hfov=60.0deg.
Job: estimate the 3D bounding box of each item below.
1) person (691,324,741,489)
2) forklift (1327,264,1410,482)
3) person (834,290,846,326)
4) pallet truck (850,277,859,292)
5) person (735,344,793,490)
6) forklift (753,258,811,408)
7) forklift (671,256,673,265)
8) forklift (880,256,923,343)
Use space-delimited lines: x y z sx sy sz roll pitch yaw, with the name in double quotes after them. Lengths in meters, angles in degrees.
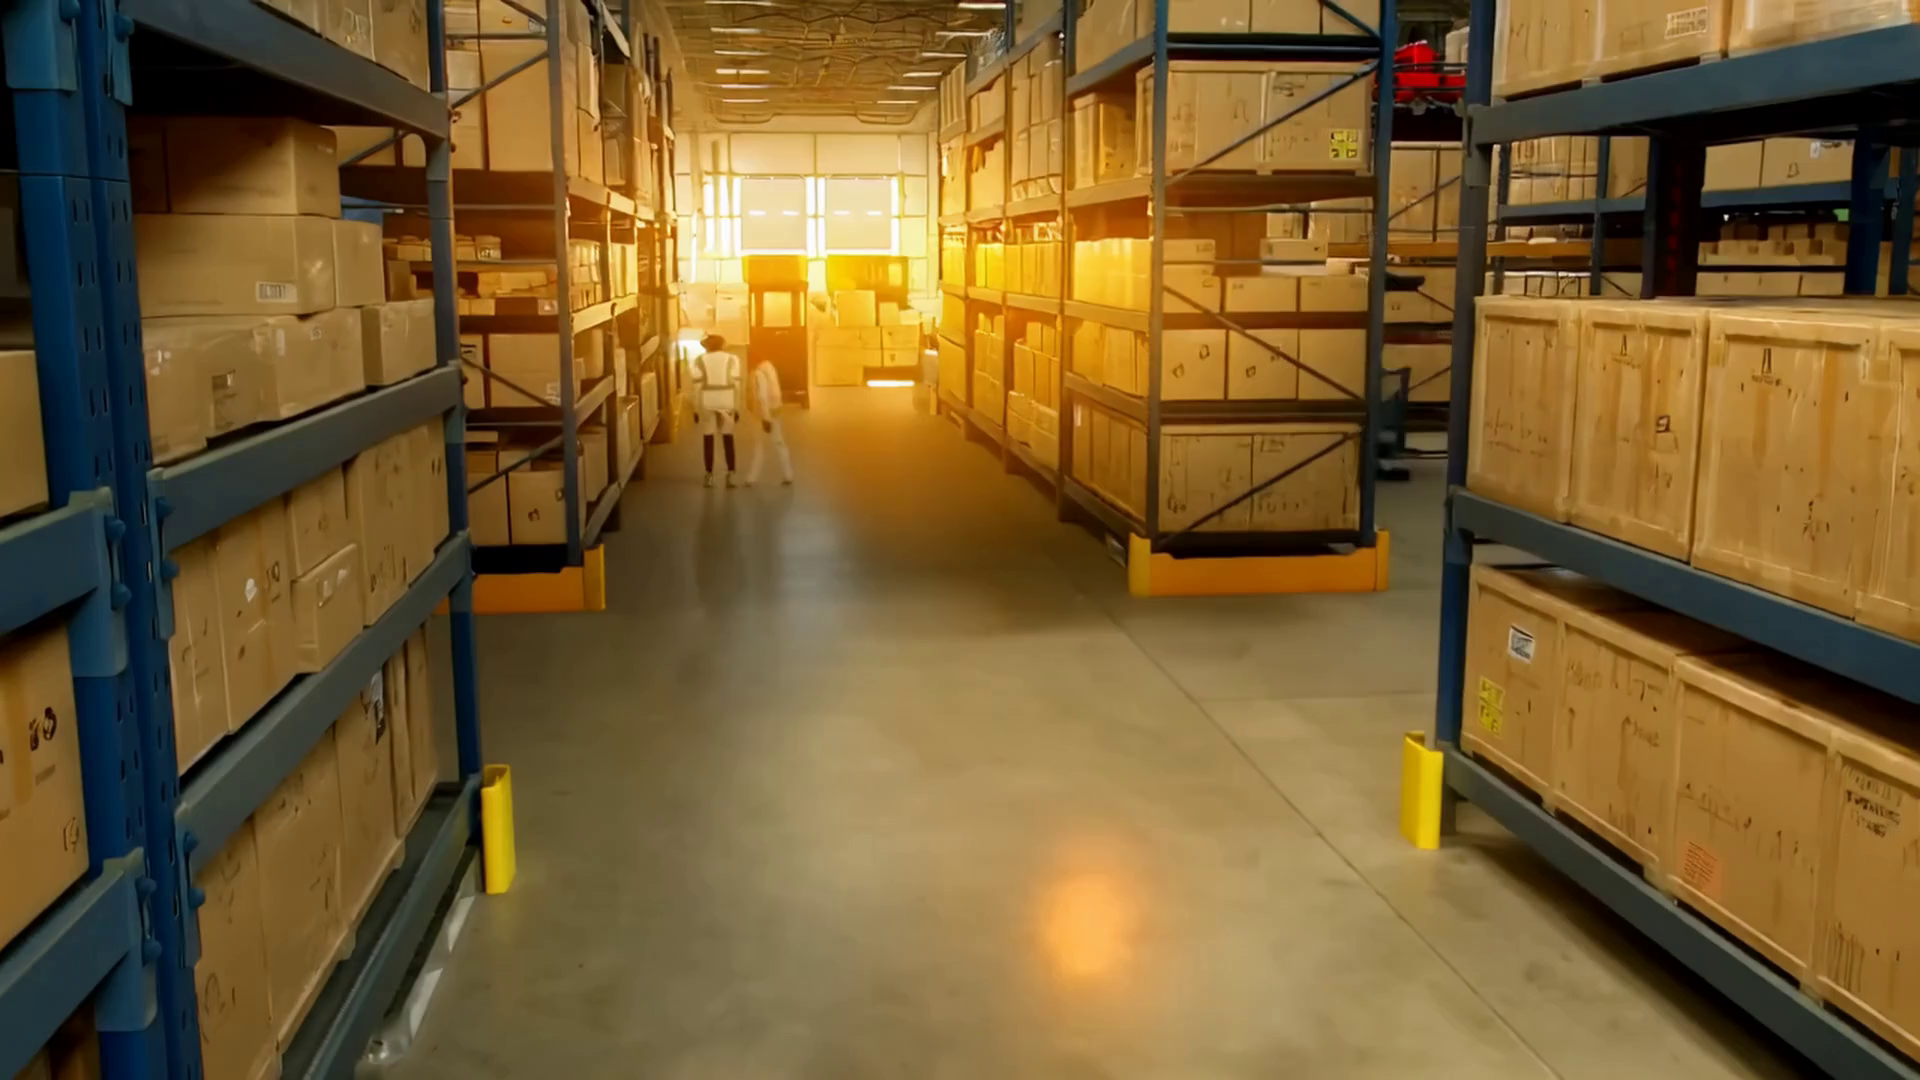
-3.022 -1.650 20.608 0.607 2.044 0.377 -3 10 -18 "person"
4.686 -2.173 21.217 1.873 2.768 1.129 -1 10 -7 "forklift"
-3.171 -5.859 45.471 0.587 1.920 0.392 -4 11 -24 "person"
-3.782 -9.391 65.808 1.885 1.965 0.823 2 10 10 "pallet truck"
-2.408 -1.520 20.607 0.680 1.806 0.654 1 10 5 "person"
-3.455 -3.966 31.657 1.129 2.768 1.873 -1 10 -7 "forklift"
-11.189 -9.344 62.964 1.129 2.768 1.873 -1 10 -7 "forklift"
-2.114 -7.817 54.072 1.129 2.768 1.873 -6 12 -33 "forklift"
